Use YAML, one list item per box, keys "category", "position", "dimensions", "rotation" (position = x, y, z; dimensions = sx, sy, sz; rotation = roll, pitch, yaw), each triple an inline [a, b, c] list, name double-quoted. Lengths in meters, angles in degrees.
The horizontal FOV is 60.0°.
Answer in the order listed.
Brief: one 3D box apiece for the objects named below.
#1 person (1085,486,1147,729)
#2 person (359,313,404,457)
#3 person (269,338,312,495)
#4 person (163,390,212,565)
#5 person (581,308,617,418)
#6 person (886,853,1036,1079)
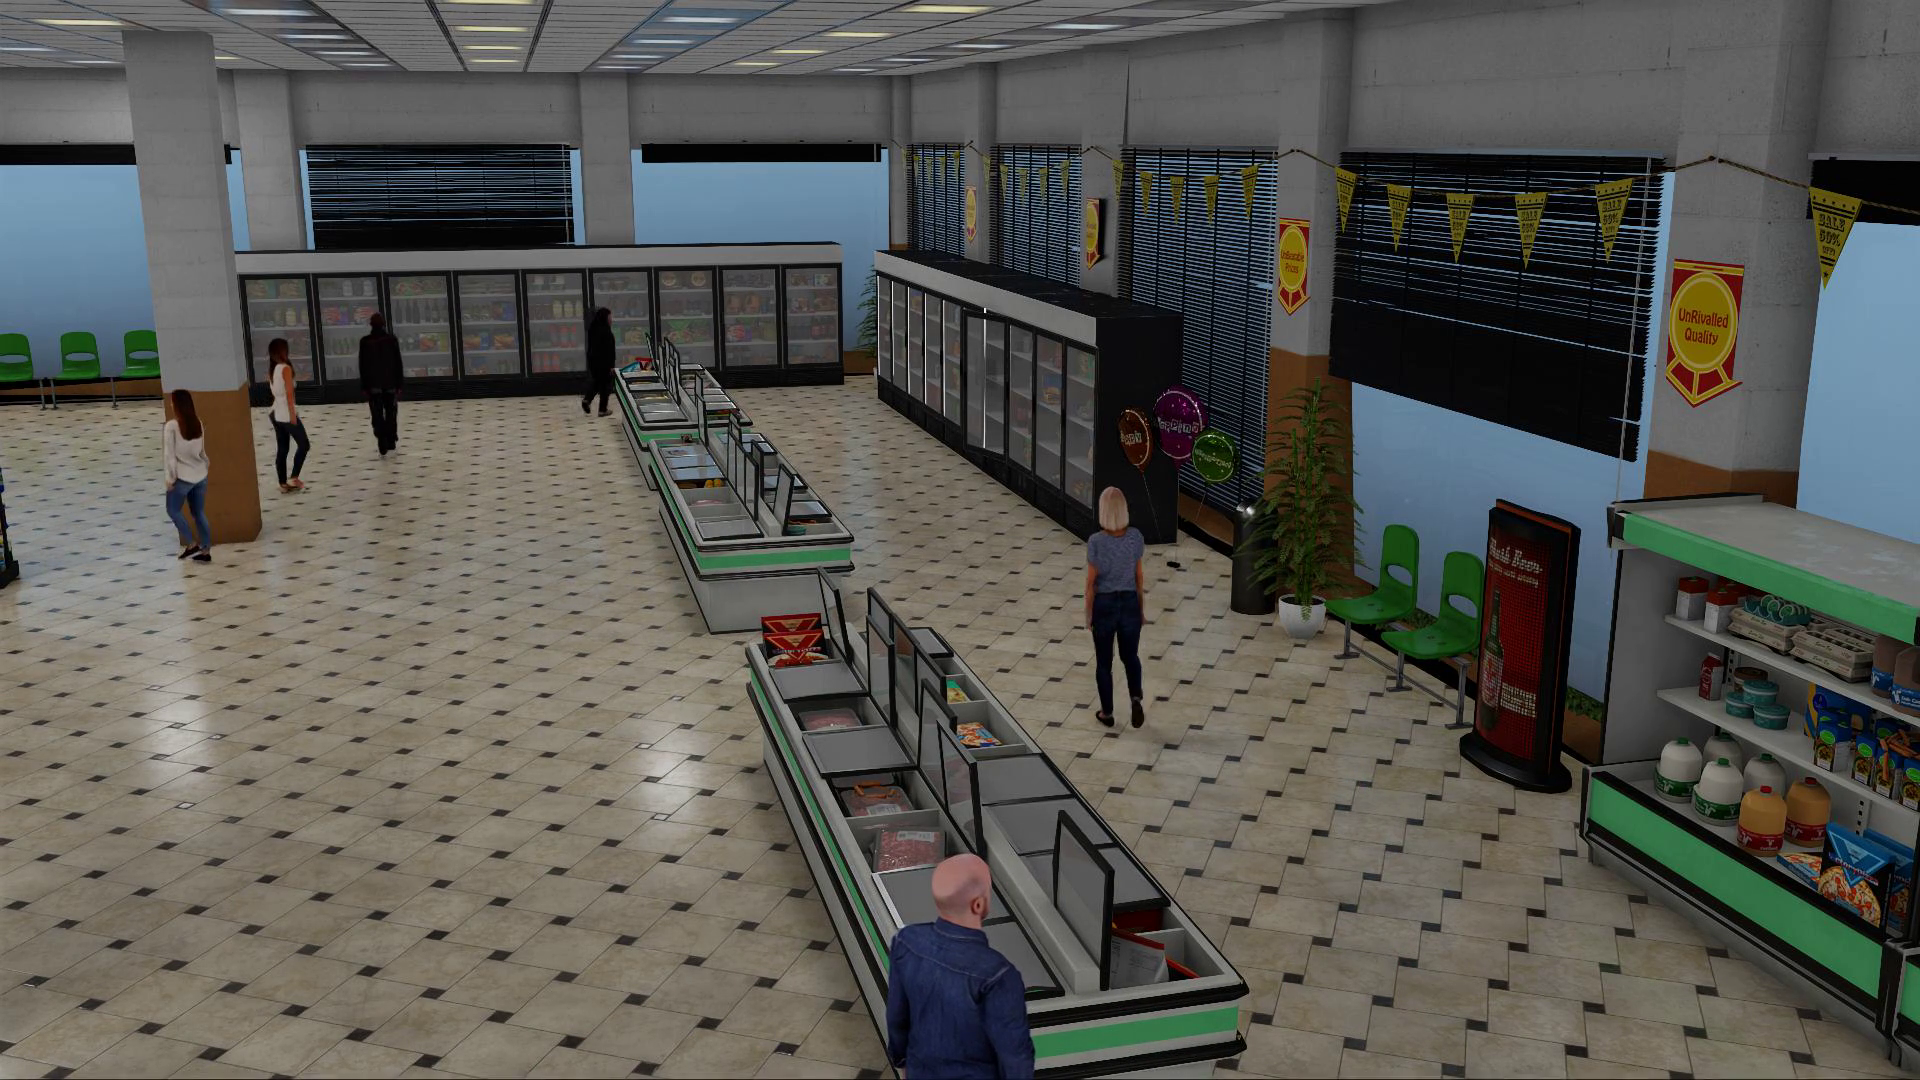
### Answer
- category: "person"
  position: [1.090, 0.499, 11.305]
  dimensions: [0.629, 1.709, 0.869]
  rotation: [-3, 14, -10]
- category: "person"
  position: [-7.439, -1.999, 21.413]
  dimensions: [0.729, 1.799, 1.080]
  rotation: [-4, 14, -18]
- category: "person"
  position: [-7.780, -1.392, 18.966]
  dimensions: [0.708, 1.774, 0.793]
  rotation: [11, 18, 39]
- category: "person"
  position: [-7.276, -0.576, 15.805]
  dimensions: [0.795, 1.678, 0.723]
  rotation: [7, 15, 26]
- category: "person"
  position: [-5.266, -2.547, 24.109]
  dimensions: [0.885, 1.595, 0.944]
  rotation: [8, 16, 28]
- category: "person"
  position: [0.012, 1.872, 5.401]
  dimensions: [0.766, 1.825, 0.861]
  rotation: [10, 17, 35]
